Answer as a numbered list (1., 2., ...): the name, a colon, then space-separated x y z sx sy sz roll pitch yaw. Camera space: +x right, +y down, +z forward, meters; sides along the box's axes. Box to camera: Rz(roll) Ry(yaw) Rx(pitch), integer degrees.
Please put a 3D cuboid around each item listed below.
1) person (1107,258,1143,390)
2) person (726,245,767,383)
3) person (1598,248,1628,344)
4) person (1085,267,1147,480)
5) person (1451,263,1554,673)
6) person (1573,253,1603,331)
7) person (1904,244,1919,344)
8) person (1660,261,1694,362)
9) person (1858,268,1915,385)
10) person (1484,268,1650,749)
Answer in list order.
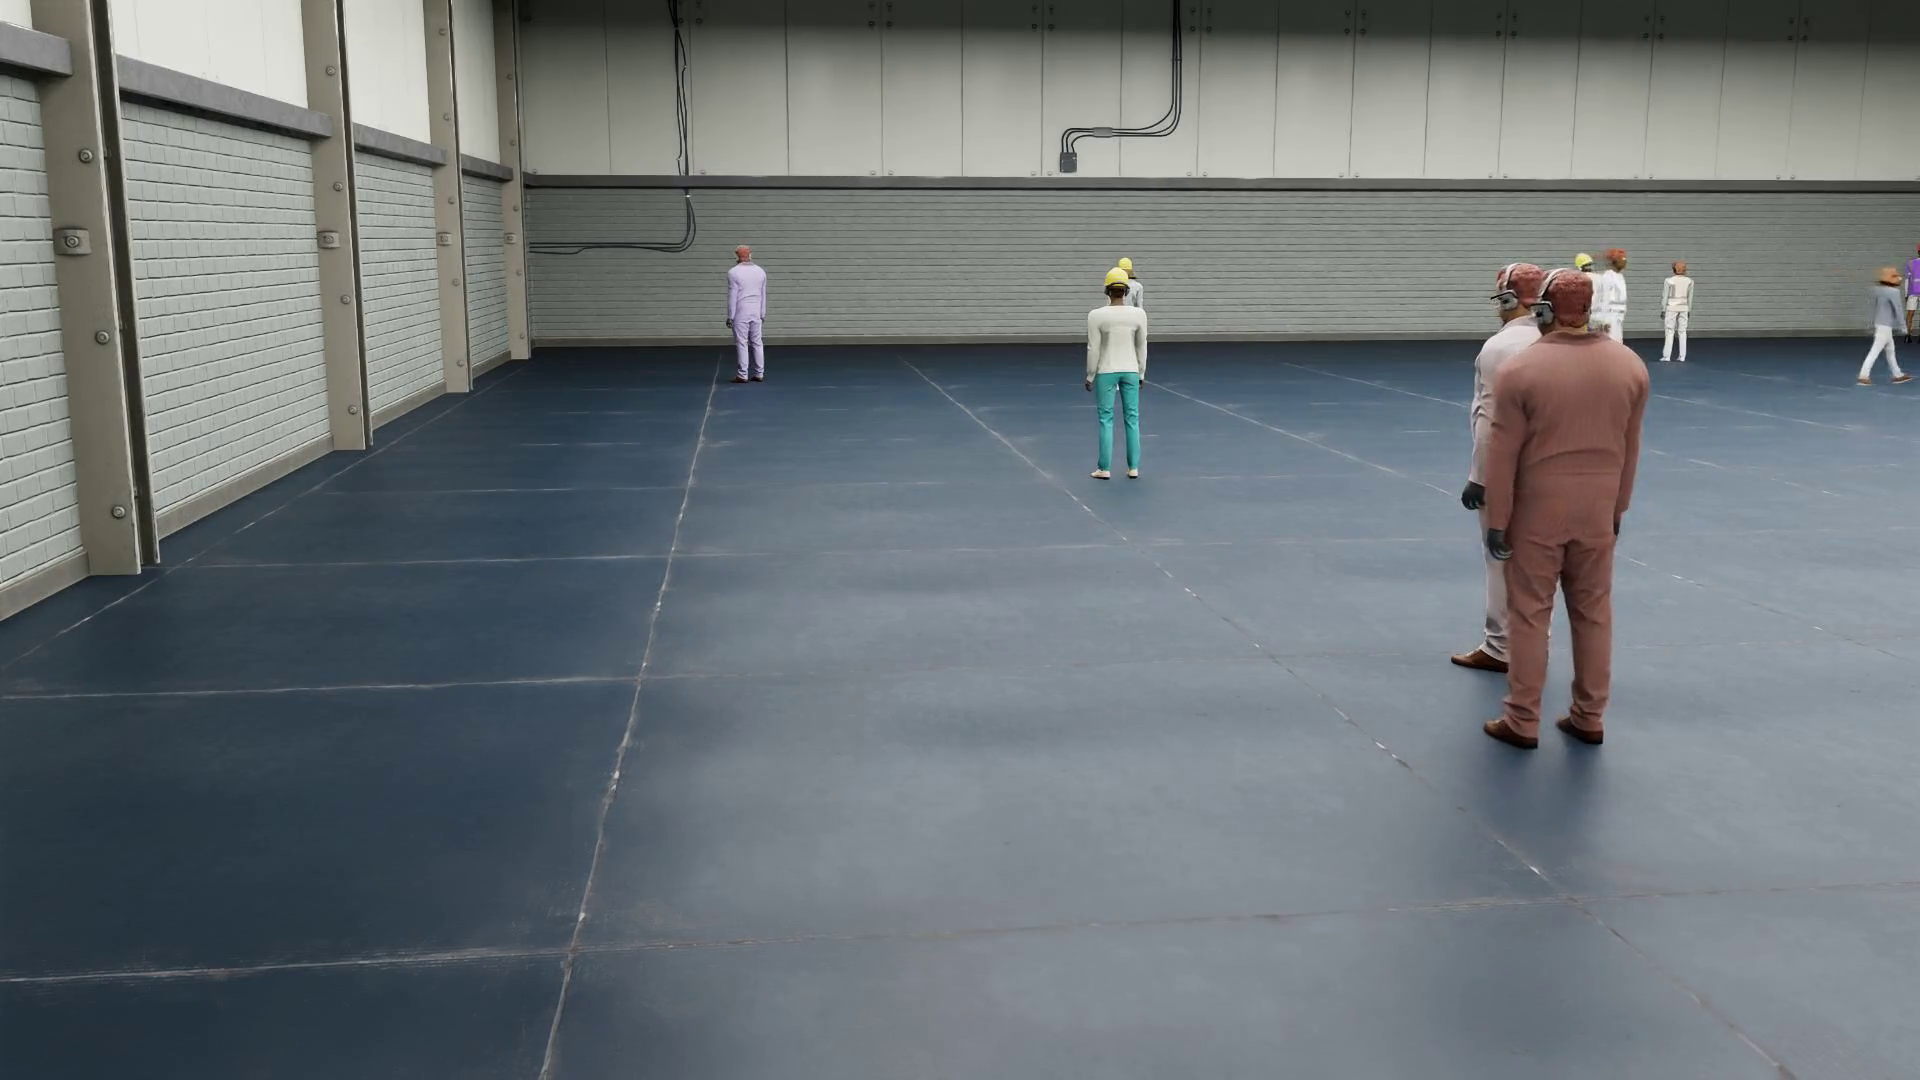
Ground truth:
1. person: 2.176 -2.863 22.083 0.487 1.744 0.313 -1 10 -6
2. person: -2.993 -3.133 23.125 0.644 1.905 0.400 -10 14 -43
3. person: 8.682 -2.972 22.333 0.580 1.870 0.573 8 13 37
4. person: 1.303 -1.383 13.907 0.524 1.769 0.314 -2 11 -12
5. person: 2.583 -0.332 7.779 0.638 1.902 0.407 -7 13 -36
6. person: 8.824 -3.136 23.431 0.610 1.804 0.648 0 10 0
7. person: 18.247 -4.700 31.610 0.347 1.942 0.548 -9 14 -41
8. person: 11.642 -3.706 27.023 0.509 1.629 0.315 -1 10 -7
9. person: 12.731 -2.901 22.704 0.839 1.596 0.507 1 10 8
10. person: 2.362 -0.114 6.592 0.643 1.904 0.400 -2 10 -9
